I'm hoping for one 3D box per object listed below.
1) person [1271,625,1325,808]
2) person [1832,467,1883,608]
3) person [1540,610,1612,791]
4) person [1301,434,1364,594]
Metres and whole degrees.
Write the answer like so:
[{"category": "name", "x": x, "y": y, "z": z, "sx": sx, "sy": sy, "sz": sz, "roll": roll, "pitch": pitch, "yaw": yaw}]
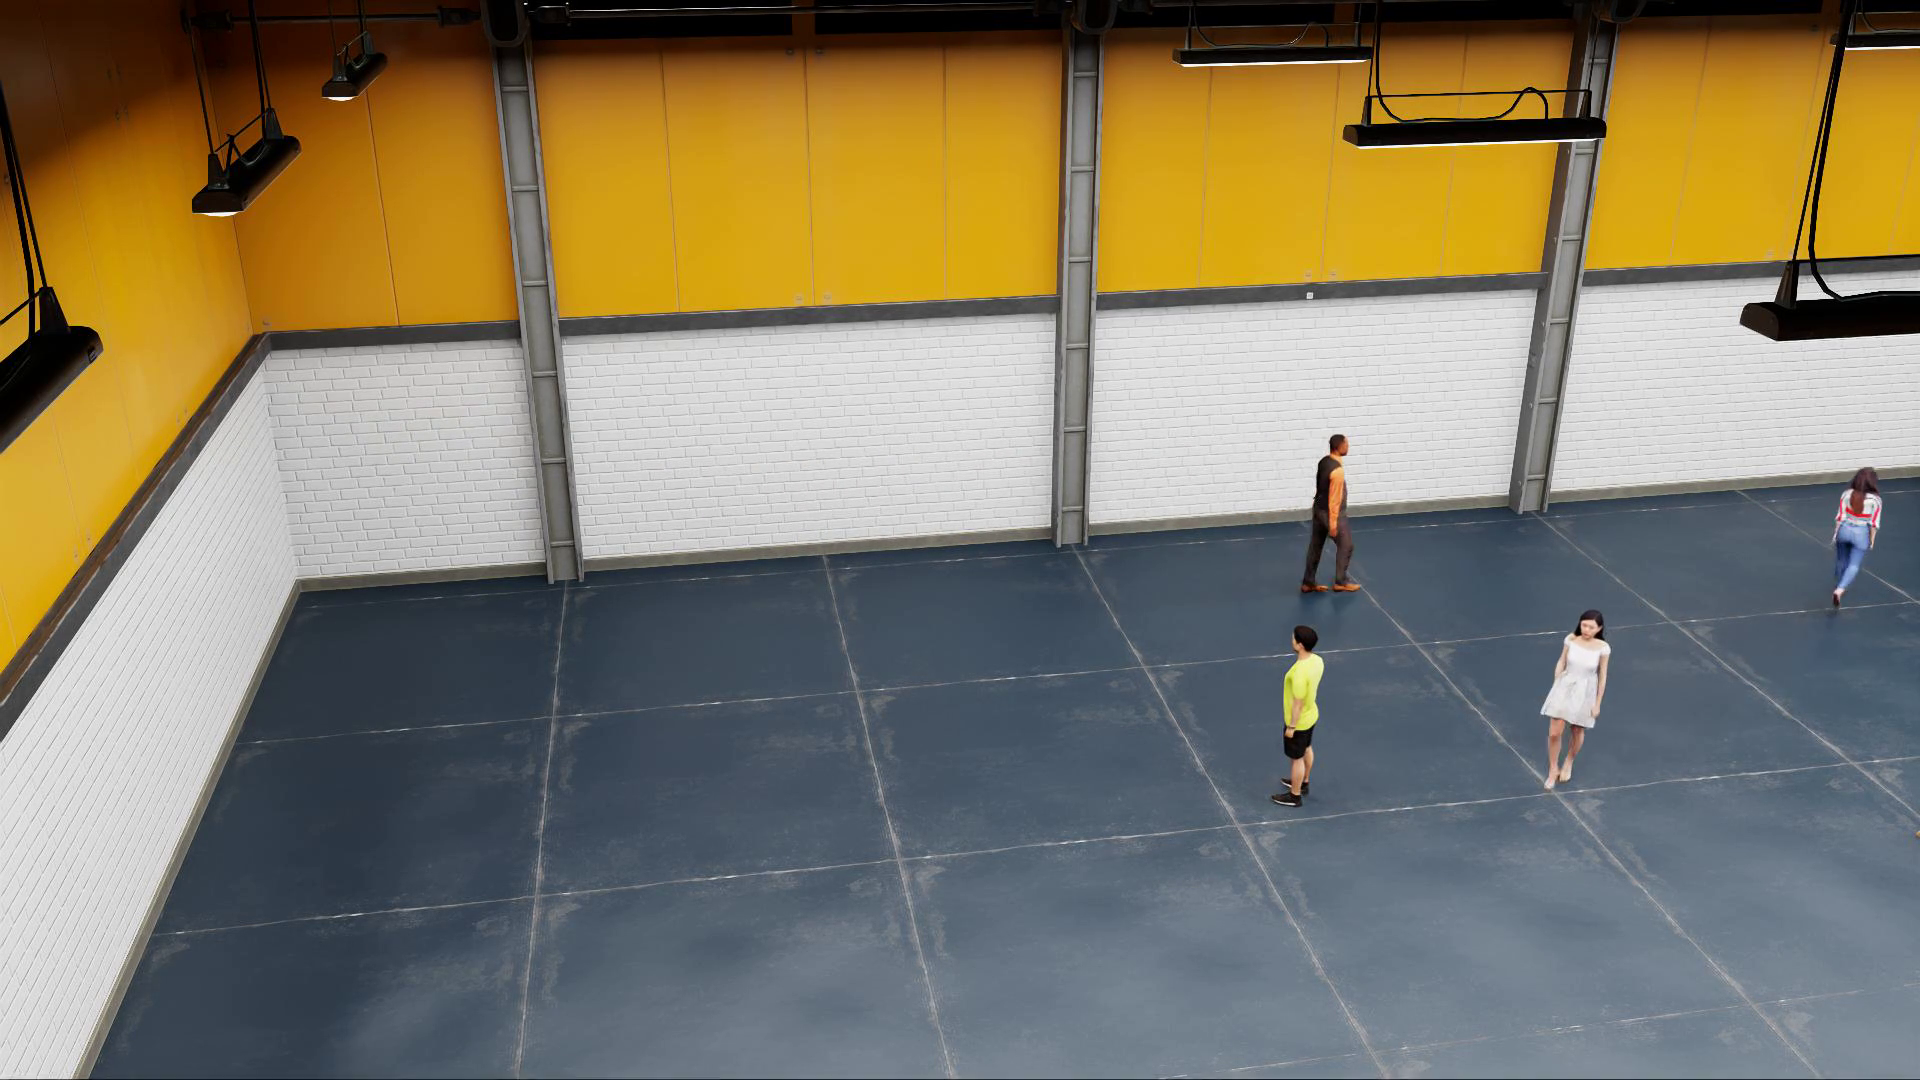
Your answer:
[{"category": "person", "x": 3.016, "y": 1.536, "z": 14.659, "sx": 0.742, "sy": 1.708, "sz": 0.695, "roll": 14, "pitch": 27, "yaw": 28}, {"category": "person", "x": 9.835, "y": -0.015, "z": 18.349, "sx": 0.955, "sy": 1.594, "sz": 1.069, "roll": 20, "pitch": 30, "yaw": 38}, {"category": "person", "x": 5.557, "y": 1.392, "z": 14.929, "sx": 0.868, "sy": 1.756, "sz": 0.925, "roll": 14, "pitch": 27, "yaw": 30}, {"category": "person", "x": 4.024, "y": -0.268, "z": 18.557, "sx": 0.882, "sy": 1.892, "sz": 0.702, "roll": -4, "pitch": 24, "yaw": -10}]
